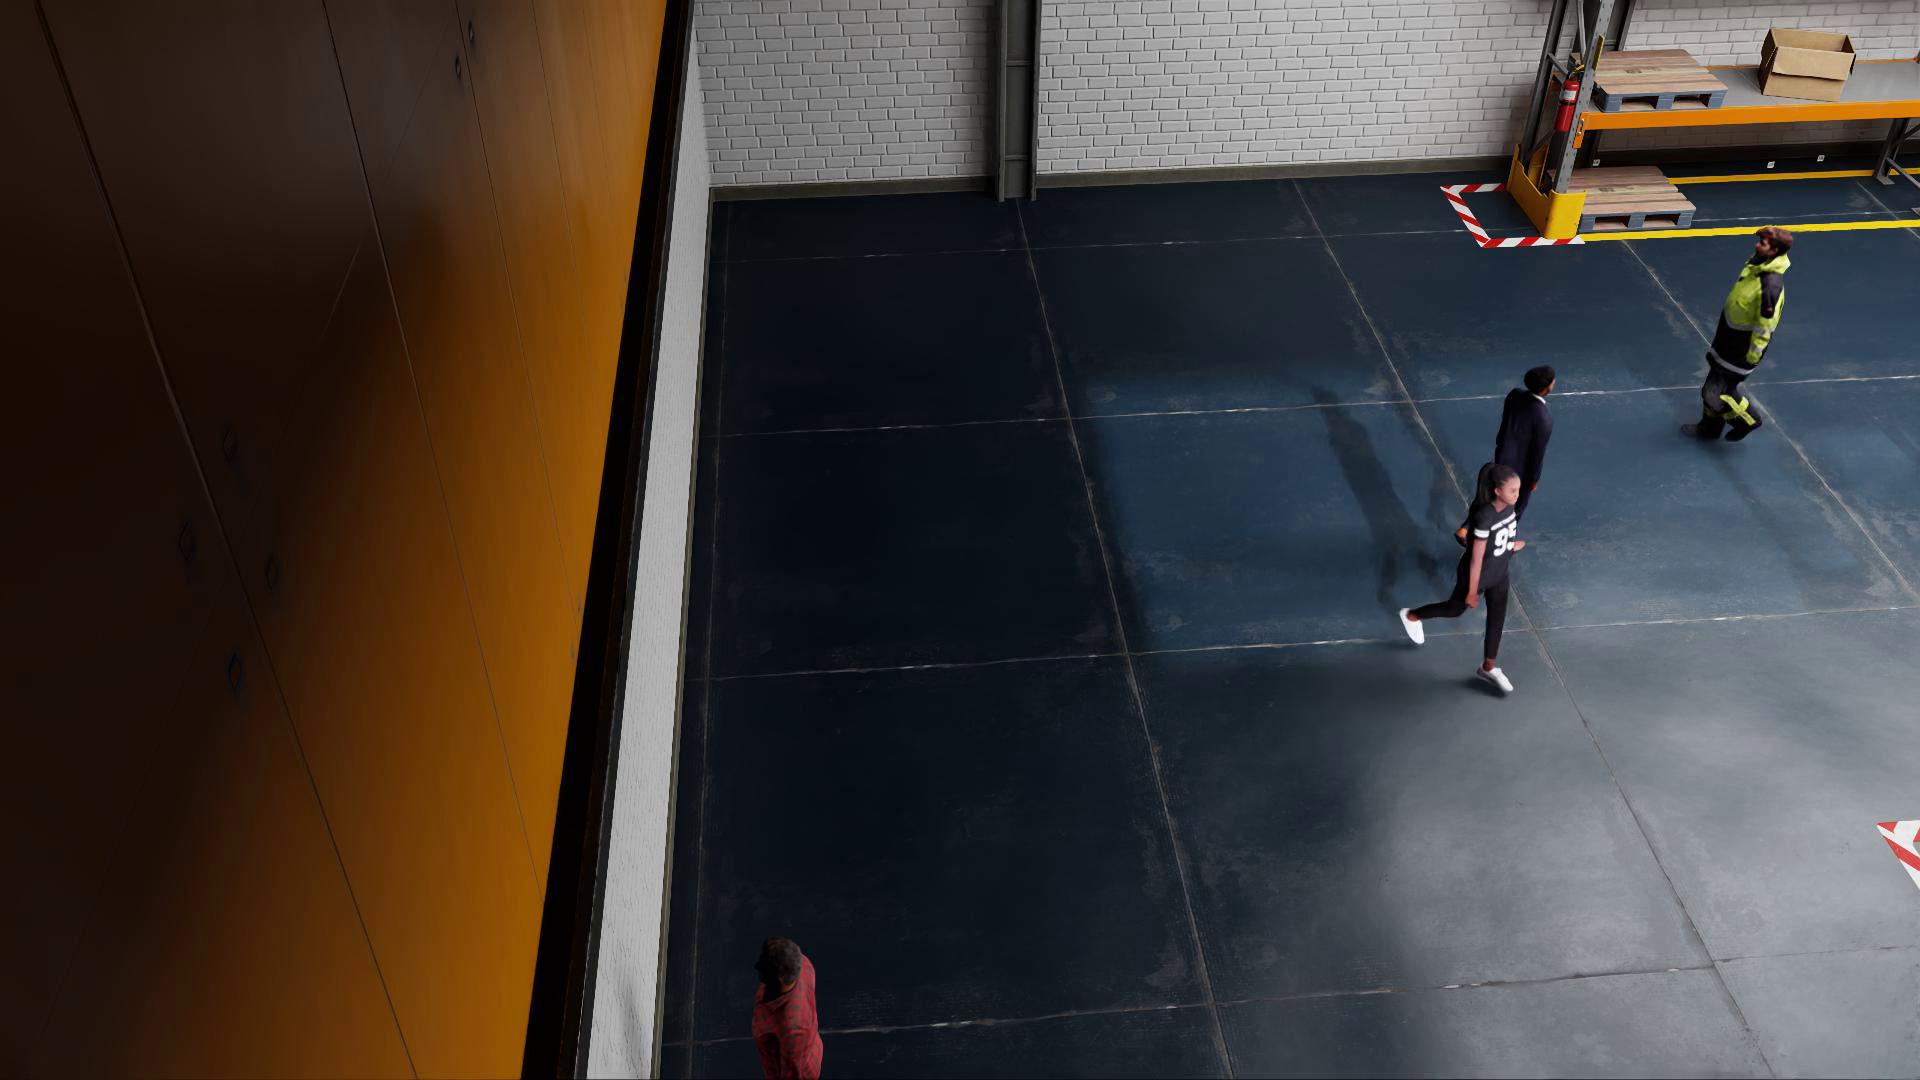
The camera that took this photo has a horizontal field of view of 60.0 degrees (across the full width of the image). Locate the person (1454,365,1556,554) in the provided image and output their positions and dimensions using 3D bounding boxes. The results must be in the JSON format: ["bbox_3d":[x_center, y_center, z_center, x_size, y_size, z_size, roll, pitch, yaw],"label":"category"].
[{"bbox_3d":[4.042,-0.548,12.289,0.945,1.710,0.786,-13,40,-16],"label":"person"}]

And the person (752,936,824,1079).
[{"bbox_3d":[-0.826,2.586,8.269,0.573,1.831,0.705,1,39,1],"label":"person"}]

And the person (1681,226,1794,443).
[{"bbox_3d":[6.399,-1.623,13.428,0.921,1.969,0.885,7,39,9],"label":"person"}]

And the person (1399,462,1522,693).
[{"bbox_3d":[3.478,0.204,11.359,1.162,1.697,1.131,-29,47,-31],"label":"person"}]
